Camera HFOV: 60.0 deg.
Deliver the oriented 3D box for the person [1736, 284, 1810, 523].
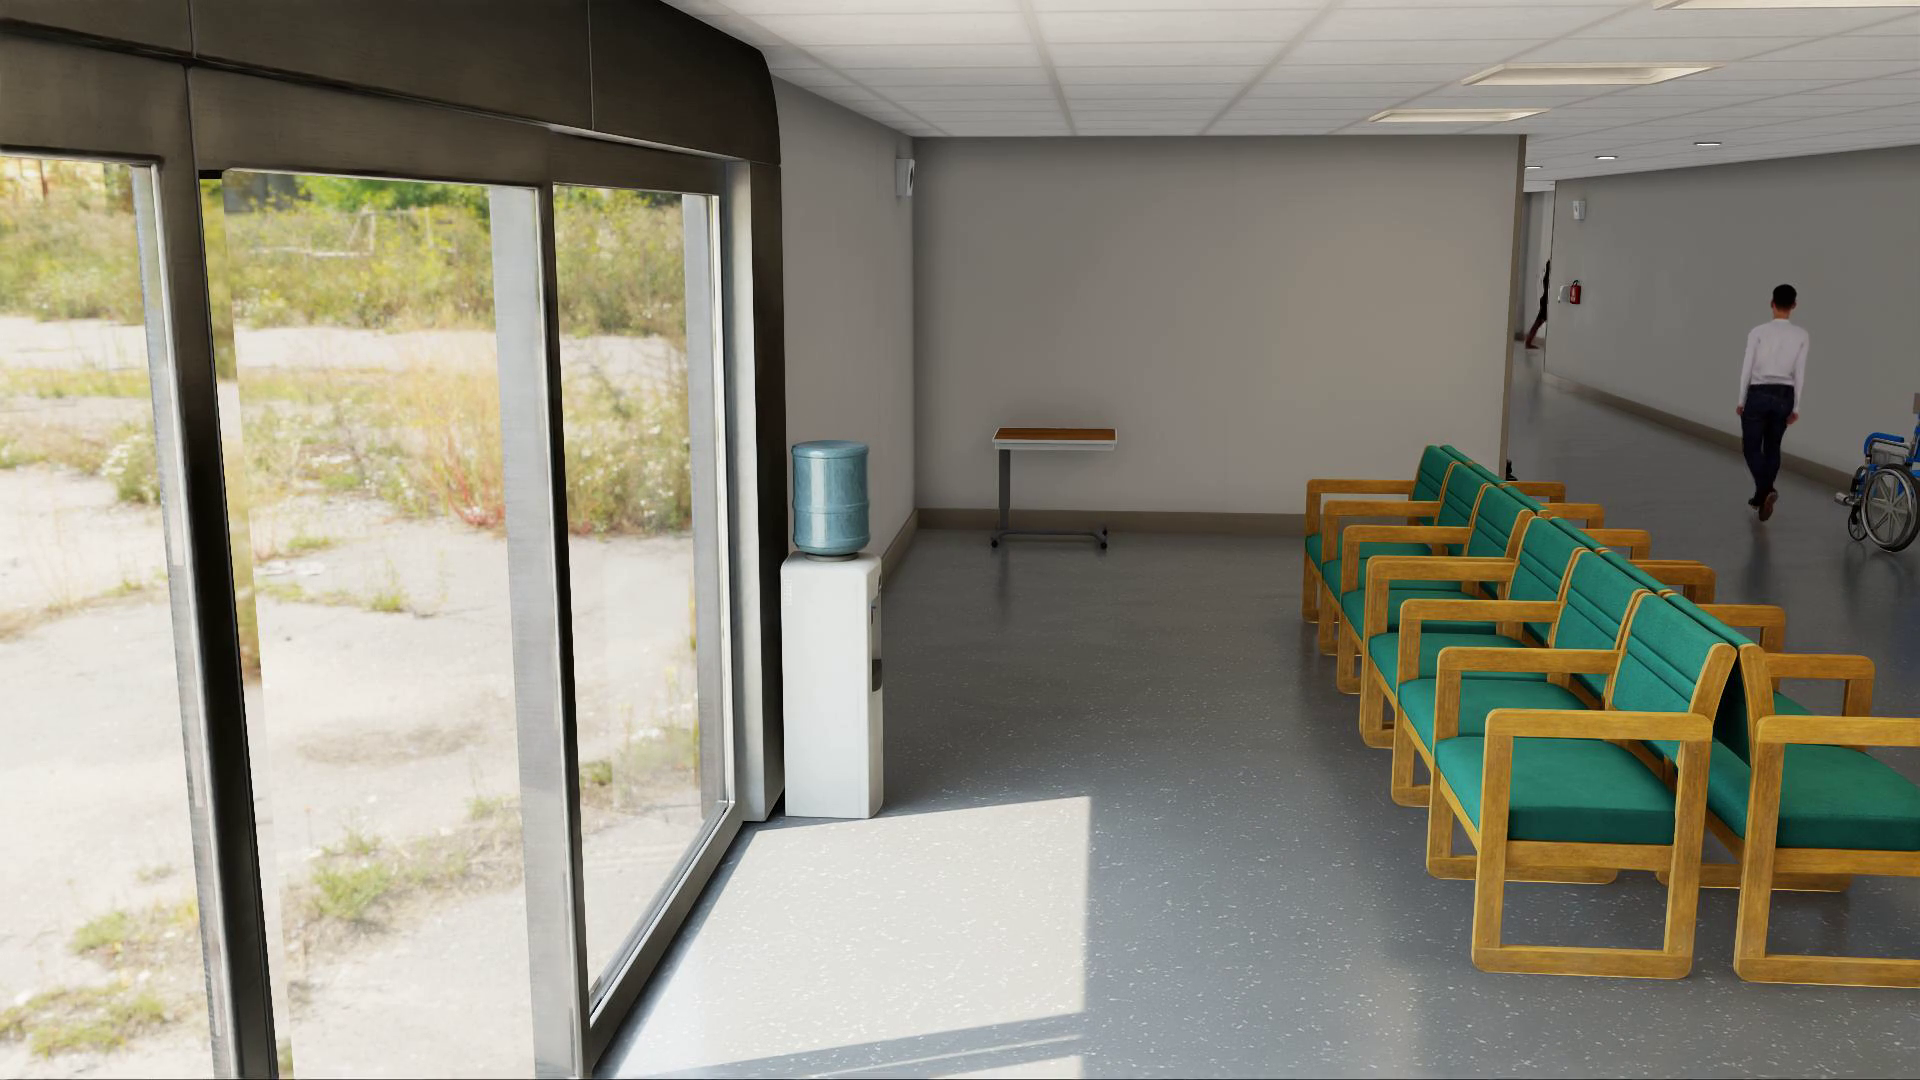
[{"bbox_3d":[6.448,-1.088,13.224,1.101,1.852,0.717,2,11,9],"label":"person"}]
